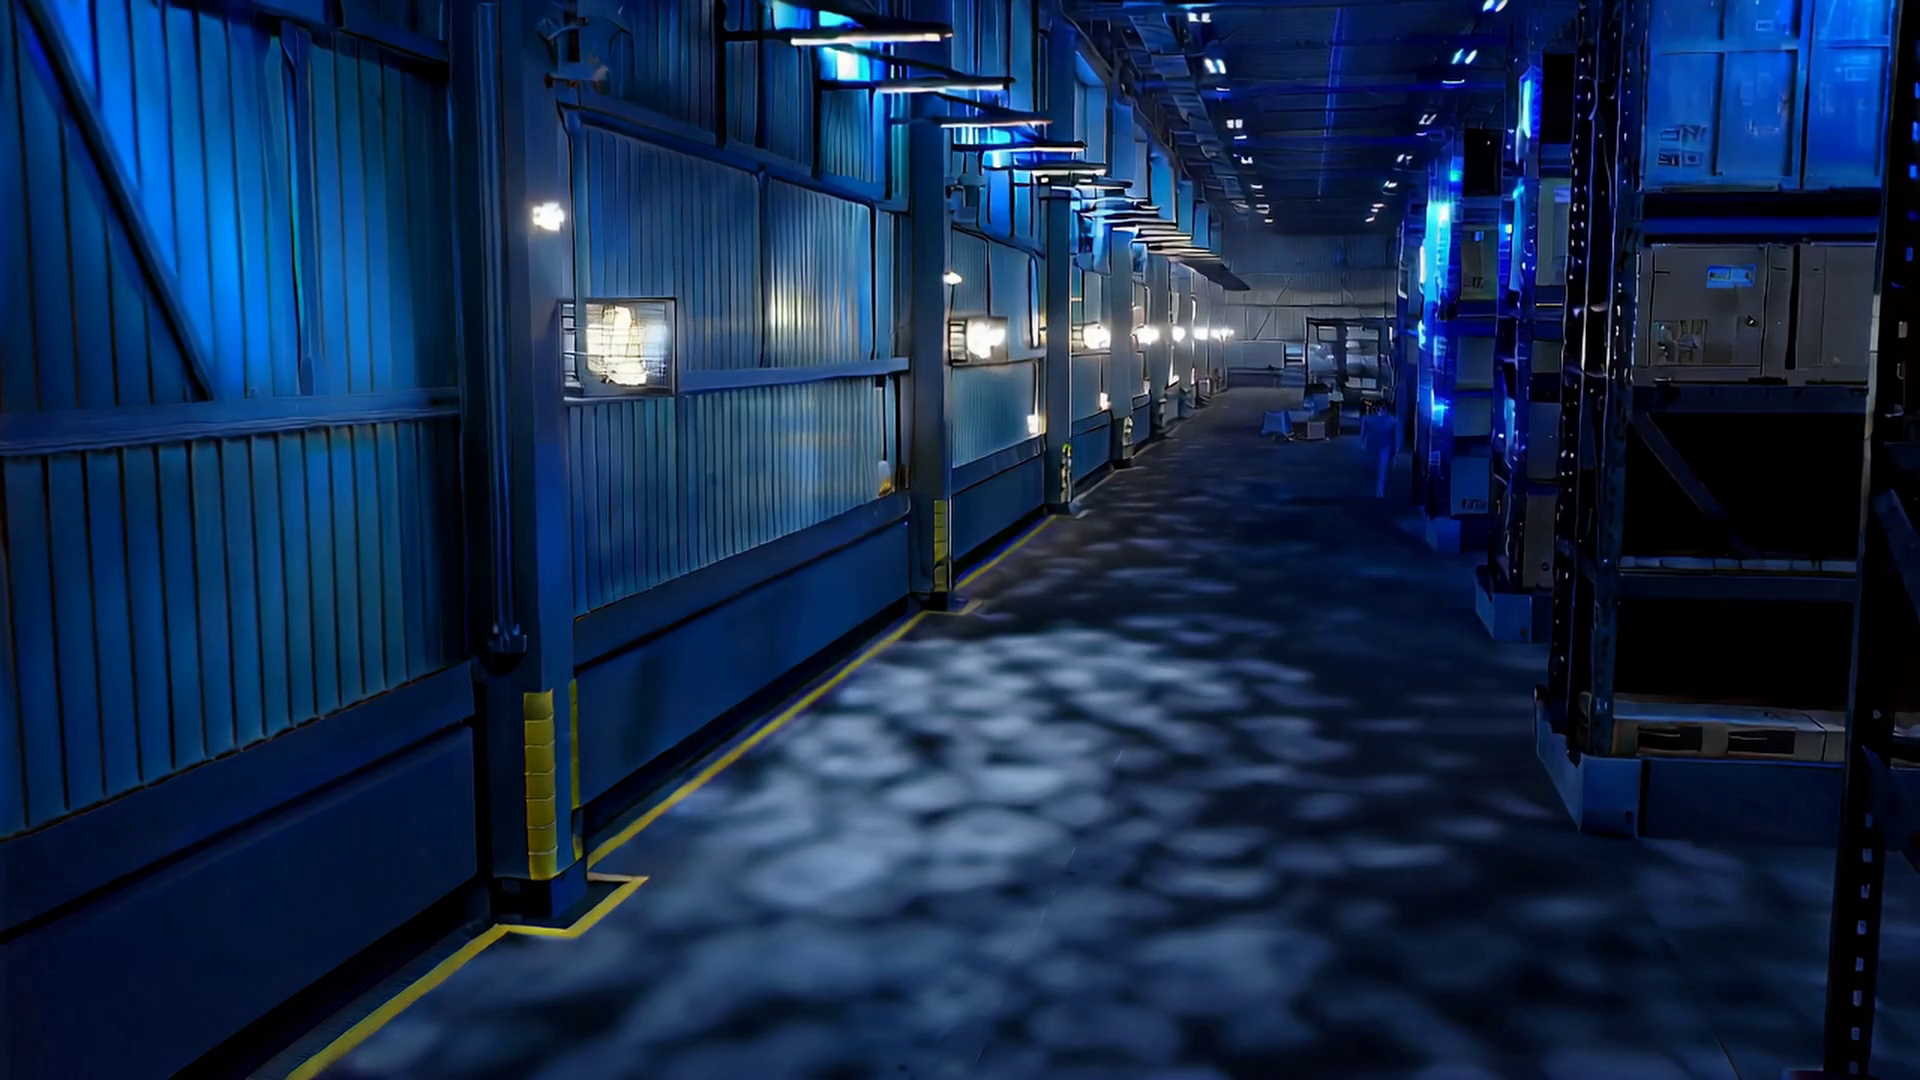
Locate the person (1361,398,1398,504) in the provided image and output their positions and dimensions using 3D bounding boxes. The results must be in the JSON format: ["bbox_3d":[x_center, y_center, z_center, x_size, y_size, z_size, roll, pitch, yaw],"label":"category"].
[{"bbox_3d":[7.653,-1.642,30.363,0.634,1.916,0.830,2,8,19],"label":"person"}]

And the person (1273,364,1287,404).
[{"bbox_3d":[13.794,-6.710,71.636,0.591,1.735,0.385,3,8,20],"label":"person"}]
